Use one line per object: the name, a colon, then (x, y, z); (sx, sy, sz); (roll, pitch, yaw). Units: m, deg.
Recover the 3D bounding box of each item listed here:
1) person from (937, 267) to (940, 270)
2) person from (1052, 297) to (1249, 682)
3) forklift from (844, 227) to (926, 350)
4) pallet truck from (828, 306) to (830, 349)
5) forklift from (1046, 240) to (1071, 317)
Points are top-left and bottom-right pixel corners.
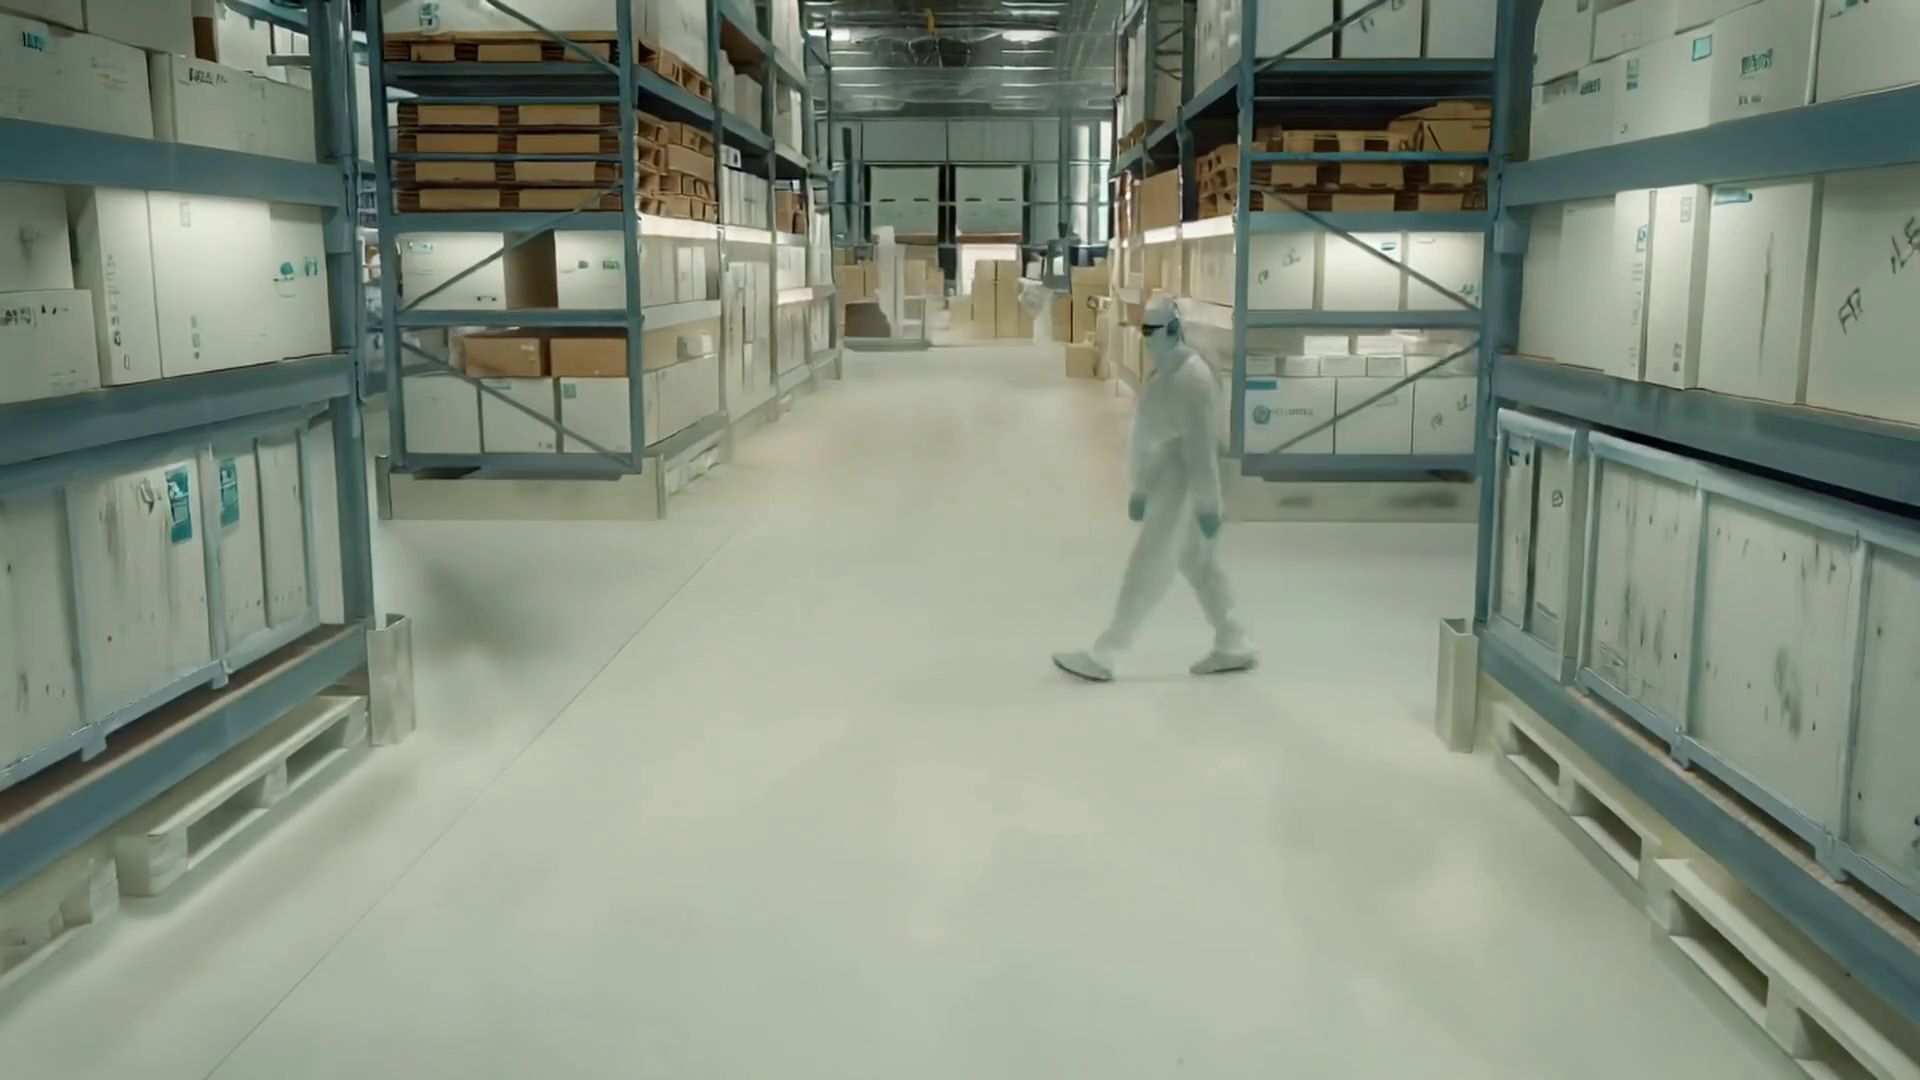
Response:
person: (-0.807, -7.926, 53.986); (1.014, 1.886, 0.632); (-2, 10, -11)
person: (0.968, -0.234, 8.024); (1.019, 1.854, 0.667); (-1, 10, -5)
forklift: (-1.720, -5.802, 38.317); (1.873, 2.768, 1.129); (0, 9, 0)
pallet truck: (-3.100, -3.940, 29.800); (1.885, 1.965, 0.823); (3, 10, 19)
forklift: (3.557, -9.445, 60.139); (1.129, 2.768, 1.873); (-7, 12, -38)
